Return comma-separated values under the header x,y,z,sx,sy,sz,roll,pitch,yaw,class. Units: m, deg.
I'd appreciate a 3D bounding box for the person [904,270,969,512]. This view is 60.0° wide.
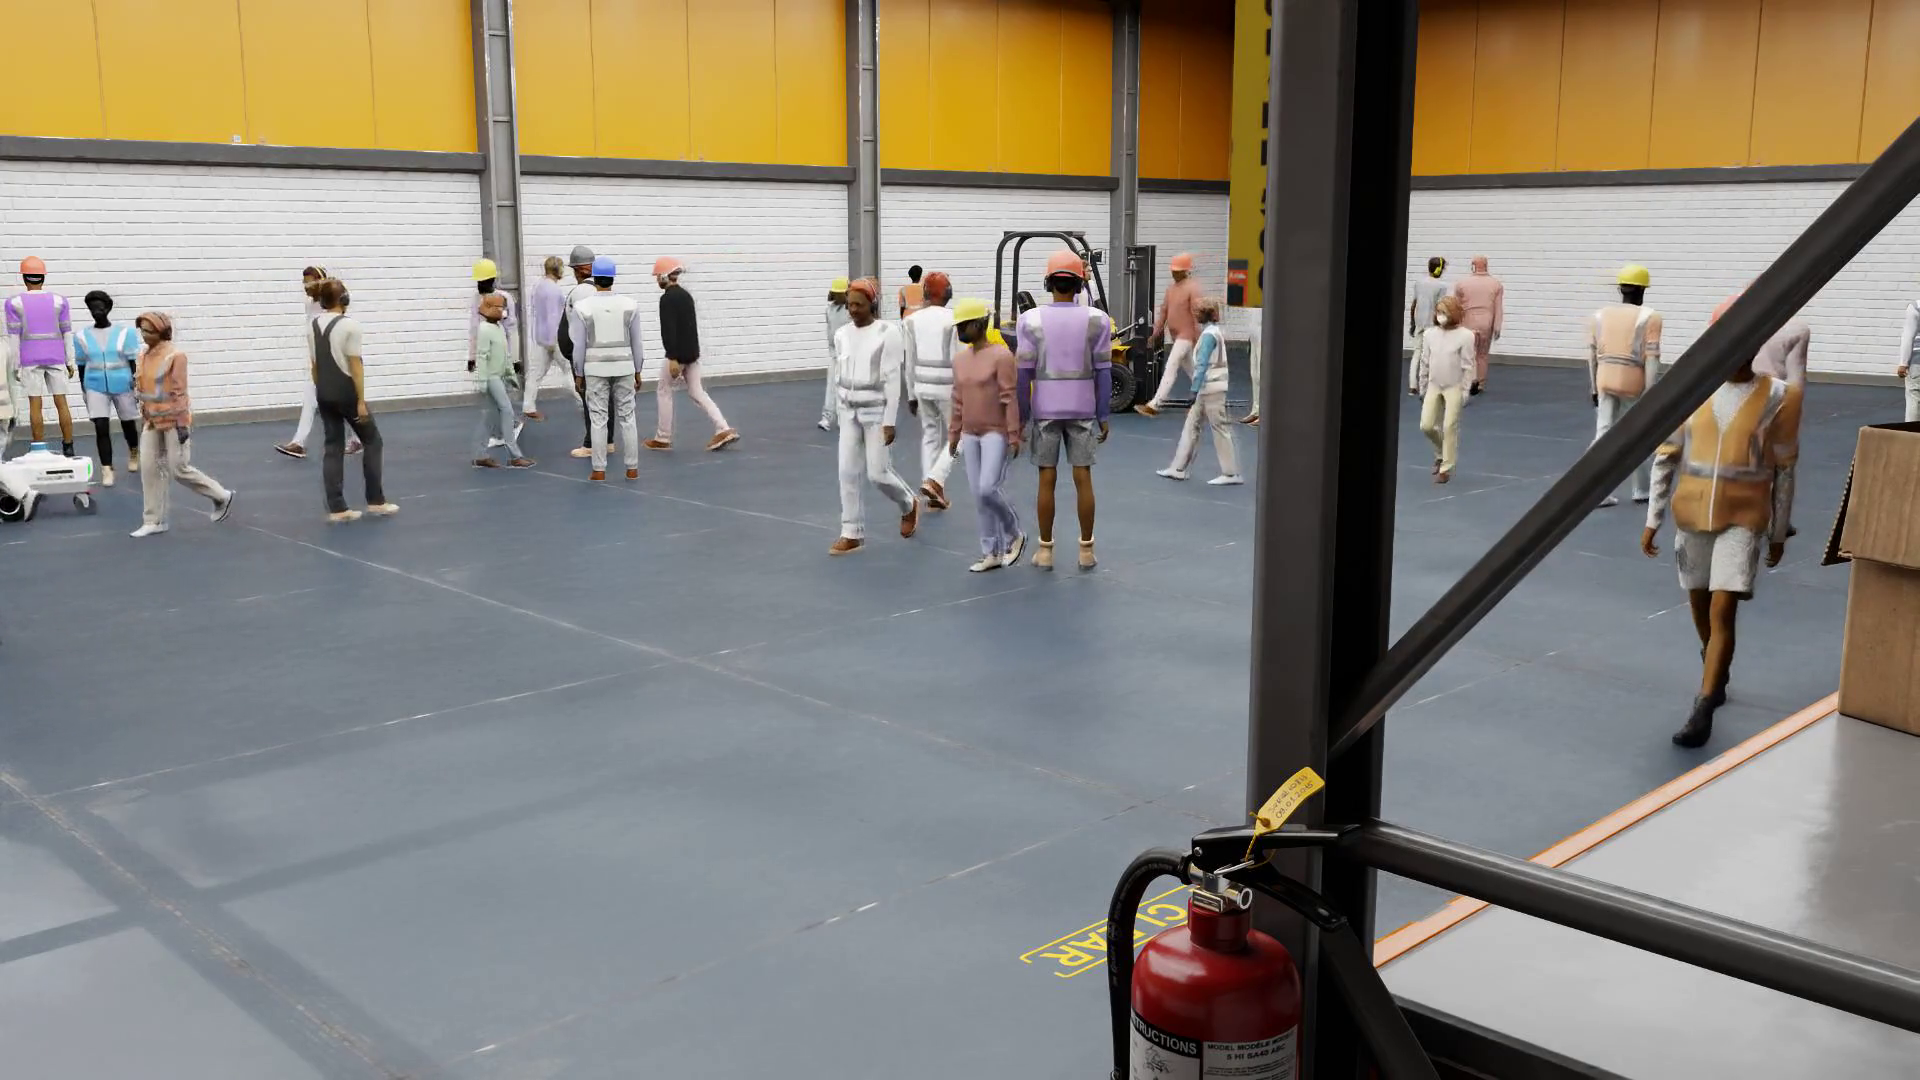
x,y,z,sx,sy,sz,roll,pitch,yaw,class
-0.174,-1.125,12.753,0.598,1.865,0.461,6,12,30,person

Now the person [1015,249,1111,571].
x,y,z,sx,sy,sz,roll,pitch,yaw,class
0.652,-0.821,10.614,0.610,2.042,0.396,0,10,-1,person

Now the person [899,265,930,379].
x,y,z,sx,sy,sz,roll,pitch,yaw,class
-0.653,-3.227,24.699,0.532,1.694,0.320,4,11,19,person

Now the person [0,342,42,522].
x,y,z,sx,sy,sz,roll,pitch,yaw,class
-7.067,-0.897,12.190,0.644,1.623,0.522,2,11,10,person

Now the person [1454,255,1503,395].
x,y,z,sx,sy,sz,roll,pitch,yaw,class
6.956,-2.882,22.349,0.644,1.875,0.899,1,10,8,person

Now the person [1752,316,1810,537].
x,y,z,sx,sy,sz,roll,pitch,yaw,class
5.629,-0.930,11.671,0.650,1.876,0.821,9,14,41,person

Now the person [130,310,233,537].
x,y,z,sx,sy,sz,roll,pitch,yaw,class
-5.600,-0.838,11.886,0.538,1.614,0.625,6,12,29,person

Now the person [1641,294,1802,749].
x,y,z,sx,sy,sz,roll,pitch,yaw,class
3.309,-0.117,7.216,0.551,1.903,0.997,8,13,38,person

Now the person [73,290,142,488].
x,y,z,sx,sy,sz,roll,pitch,yaw,class
-7.311,-1.318,14.326,0.535,1.674,0.719,-3,11,-18,person

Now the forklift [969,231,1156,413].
x,y,z,sx,sy,sz,roll,pitch,yaw,class
1.222,-2.721,20.561,2.313,2.155,1.214,2,11,13,forklift

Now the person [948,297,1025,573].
x,y,z,sx,sy,sz,roll,pitch,yaw,class
0.142,-0.658,10.528,0.549,1.738,0.368,10,14,43,person

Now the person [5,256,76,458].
x,y,z,sx,sy,sz,roll,pitch,yaw,class
-8.651,-1.695,15.670,0.545,1.938,0.358,-8,13,-38,person

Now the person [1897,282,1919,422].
x,y,z,sx,sy,sz,roll,pitch,yaw,class
9.596,-1.791,16.508,0.596,1.825,0.403,-2,11,-8,person

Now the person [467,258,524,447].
x,y,z,sx,sy,sz,roll,pitch,yaw,class
-4.696,-1.853,16.629,0.641,1.899,0.431,10,14,43,person

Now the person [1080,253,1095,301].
x,y,z,sx,sy,sz,roll,pitch,yaw,class
1.473,-2.784,21.607,0.543,1.939,0.355,4,11,22,person

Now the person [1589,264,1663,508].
x,y,z,sx,sy,sz,roll,pitch,yaw,class
5.299,-1.215,13.148,0.856,1.893,0.619,-9,14,-41,person

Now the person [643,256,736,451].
x,y,z,sx,sy,sz,roll,pitch,yaw,class
-2.680,-1.835,16.448,0.937,1.946,0.636,4,11,20,person

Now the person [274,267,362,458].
x,y,z,sx,sy,sz,roll,pitch,yaw,class
-6.136,-1.686,15.927,0.541,1.821,0.959,6,12,28,person

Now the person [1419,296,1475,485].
x,y,z,sx,sy,sz,roll,pitch,yaw,class
4.193,-1.290,14.321,0.512,1.618,0.396,10,14,43,person

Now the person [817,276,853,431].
x,y,z,sx,sy,sz,roll,pitch,yaw,class
-1.258,-2.027,18.159,0.519,1.688,0.927,6,12,29,person

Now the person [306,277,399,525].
x,y,z,sx,sy,sz,roll,pitch,yaw,class
-4.529,-1.040,12.427,0.538,1.816,0.713,5,11,23,person

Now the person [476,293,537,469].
x,y,z,sx,sy,sz,roll,pitch,yaw,class
-4.149,-1.445,15.205,0.729,1.605,0.506,0,10,0,person

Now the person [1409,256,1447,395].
x,y,z,sx,sy,sz,roll,pitch,yaw,class
6.237,-2.847,22.199,0.339,1.854,0.541,-10,14,-43,person

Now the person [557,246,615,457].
x,y,z,sx,sy,sz,roll,pitch,yaw,class
-3.623,-1.826,16.100,0.536,2.000,0.684,2,11,11,person

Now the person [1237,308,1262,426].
x,y,z,sx,sy,sz,roll,pitch,yaw,class
3.345,-2.206,18.642,0.325,1.871,0.516,-2,11,-11,person

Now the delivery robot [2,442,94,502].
x,y,z,sx,sy,sz,roll,pitch,yaw,class
-7.003,-0.500,12.669,0.707,0.478,0.477,-6,12,-30,delivery robot

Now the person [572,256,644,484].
x,y,z,sx,sy,sz,roll,pitch,yaw,class
-3.025,-1.452,14.313,0.604,1.949,0.389,-4,11,-21,person

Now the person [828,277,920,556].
x,y,z,sx,sy,sz,roll,pitch,yaw,class
-0.586,-0.836,11.194,0.583,1.866,0.677,7,13,34,person

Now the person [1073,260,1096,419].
x,y,z,sx,sy,sz,roll,pitch,yaw,class
1.365,-2.328,19.358,0.389,1.850,0.564,-4,11,-19,person

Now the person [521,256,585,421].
x,y,z,sx,sy,sz,roll,pitch,yaw,class
-4.623,-2.316,19.181,1.025,1.886,0.651,-6,12,-30,person

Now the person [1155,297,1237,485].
x,y,z,sx,sy,sz,roll,pitch,yaw,class
2.026,-1.266,14.227,0.797,1.604,0.539,1,10,7,person

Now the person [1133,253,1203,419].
x,y,z,sx,sy,sz,roll,pitch,yaw,class
2.543,-2.371,19.400,1.077,1.923,0.637,-3,11,-17,person
